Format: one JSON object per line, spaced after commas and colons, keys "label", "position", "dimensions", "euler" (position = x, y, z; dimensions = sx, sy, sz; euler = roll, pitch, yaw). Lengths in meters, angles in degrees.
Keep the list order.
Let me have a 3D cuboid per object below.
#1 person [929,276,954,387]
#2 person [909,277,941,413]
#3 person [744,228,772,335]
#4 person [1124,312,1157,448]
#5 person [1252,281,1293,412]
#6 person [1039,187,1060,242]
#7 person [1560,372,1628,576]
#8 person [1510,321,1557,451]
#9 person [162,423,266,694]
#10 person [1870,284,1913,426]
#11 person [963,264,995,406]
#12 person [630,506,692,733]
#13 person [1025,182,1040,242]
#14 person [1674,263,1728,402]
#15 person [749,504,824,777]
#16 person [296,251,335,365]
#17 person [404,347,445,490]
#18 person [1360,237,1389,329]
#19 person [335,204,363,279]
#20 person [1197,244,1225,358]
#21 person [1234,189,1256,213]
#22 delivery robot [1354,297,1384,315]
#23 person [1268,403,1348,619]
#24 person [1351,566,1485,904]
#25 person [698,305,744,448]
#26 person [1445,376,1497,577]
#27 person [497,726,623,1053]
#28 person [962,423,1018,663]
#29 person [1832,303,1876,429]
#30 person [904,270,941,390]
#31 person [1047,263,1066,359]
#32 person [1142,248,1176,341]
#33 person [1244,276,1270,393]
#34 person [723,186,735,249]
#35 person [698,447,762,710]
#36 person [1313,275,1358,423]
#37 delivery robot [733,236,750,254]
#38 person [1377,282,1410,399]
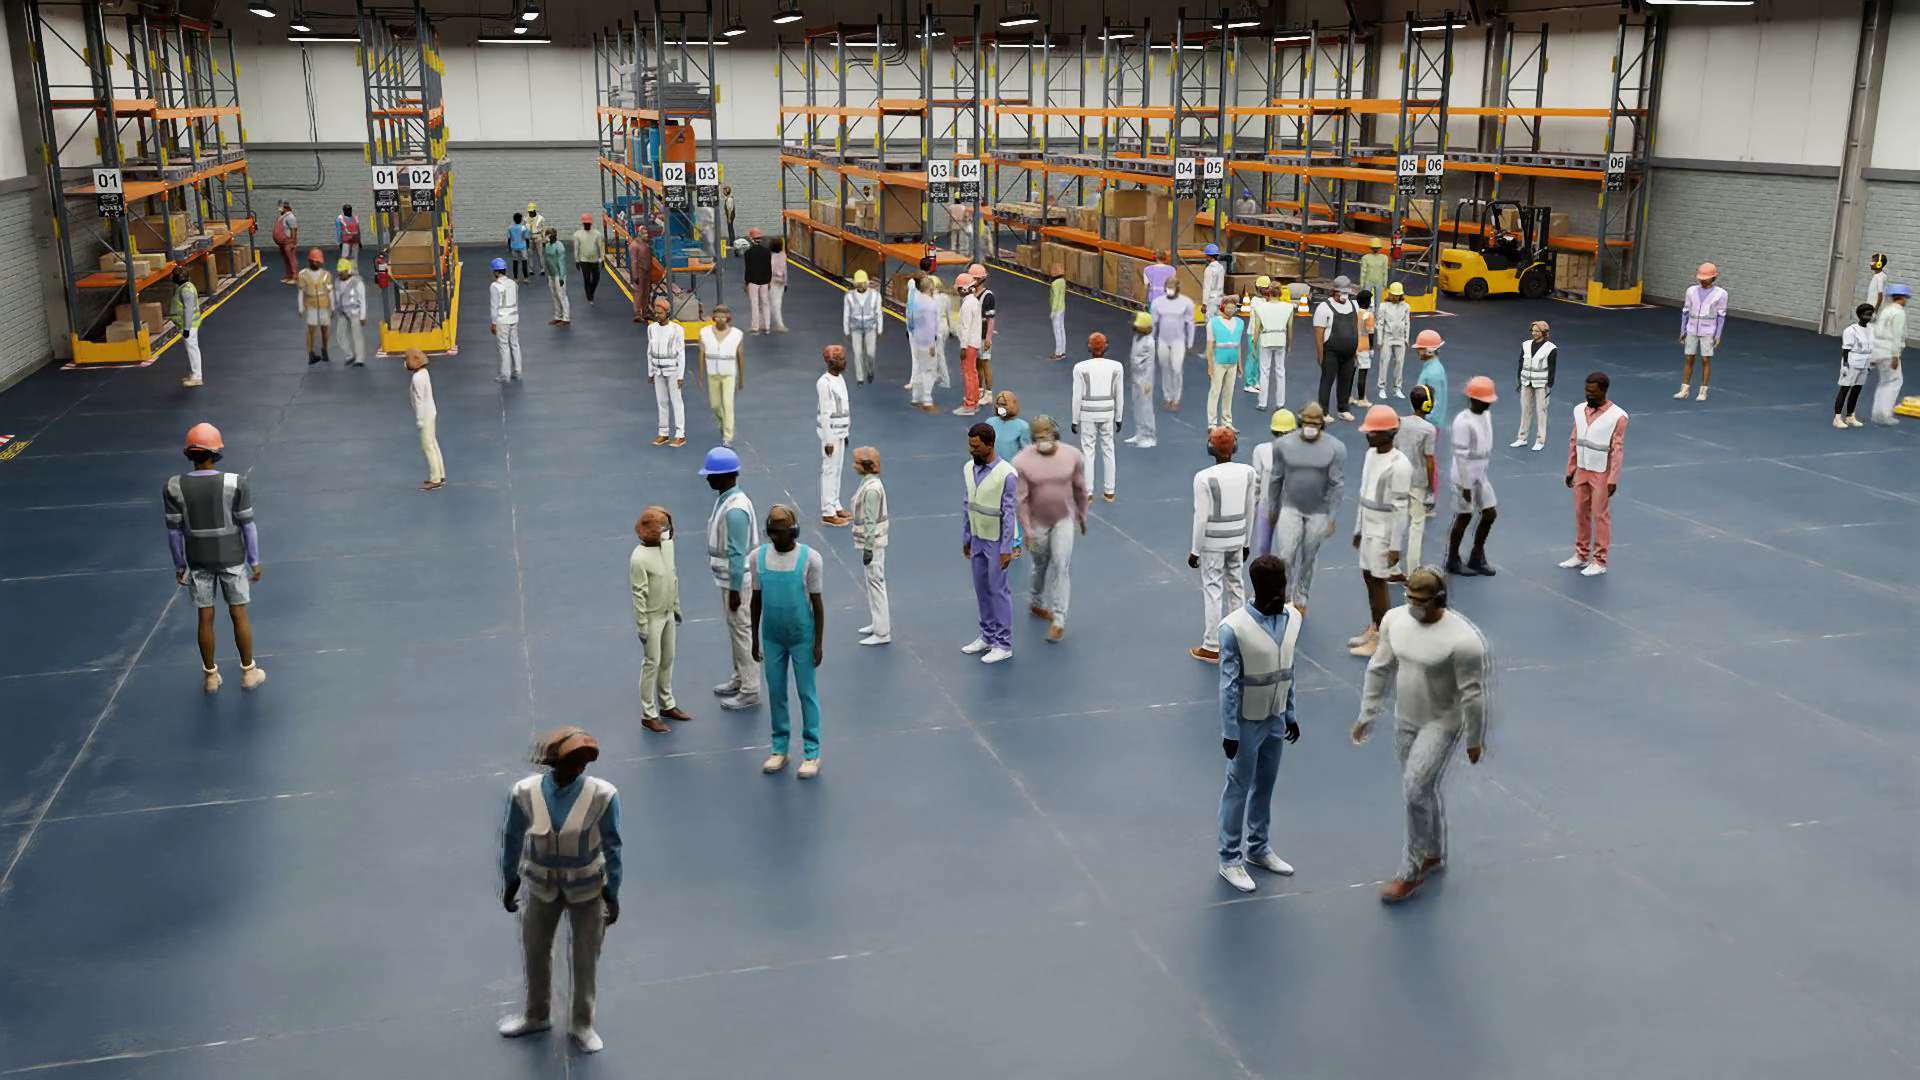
{"label": "person", "position": [-0.390, -3.242, 25.818], "dimensions": [0.495, 1.682, 0.883], "euler": [-12, 19, -38]}
{"label": "person", "position": [-0.505, -2.760, 23.606], "dimensions": [0.370, 1.902, 0.714], "euler": [-4, 15, -14]}
{"label": "person", "position": [-3.814, -4.862, 31.319], "dimensions": [0.623, 1.993, 0.384], "euler": [-14, 20, -42]}
{"label": "person", "position": [2.344, -2.045, 21.258], "dimensions": [0.348, 1.718, 0.550], "euler": [-5, 16, -19]}
{"label": "person", "position": [4.433, -2.741, 23.623], "dimensions": [0.564, 1.845, 0.389], "euler": [-1, 15, -4]}
{"label": "person", "position": [2.570, -9.185, 47.812], "dimensions": [0.659, 1.891, 0.718], "euler": [-7, 16, -24]}
{"label": "person", "position": [5.942, -0.632, 15.578], "dimensions": [0.405, 1.909, 0.599], "euler": [-7, 17, -25]}
{"label": "person", "position": [7.285, -1.956, 21.067], "dimensions": [0.307, 1.640, 0.519], "euler": [-11, 19, -36]}
{"label": "person", "position": [-5.547, 0.139, 12.410], "dimensions": [0.615, 2.043, 0.373], "euler": [-3, 15, -13]}
{"label": "person", "position": [12.688, -2.520, 22.671], "dimensions": [0.455, 1.917, 0.668], "euler": [4, 15, 15]}
{"label": "person", "position": [0.264, -2.975, 24.126], "dimensions": [0.393, 2.041, 0.613], "euler": [-7, 17, -26]}
{"label": "person", "position": [-2.122, 0.547, 11.681], "dimensions": [0.284, 1.624, 0.508], "euler": [5, 16, 20]}
{"label": "person", "position": [2.242, -10.180, 51.609], "dimensions": [0.524, 1.857, 0.348], "euler": [6, 16, 21]}
{"label": "person", "position": [10.874, -3.047, 24.415], "dimensions": [0.605, 2.034, 0.390], "euler": [14, 20, 42]}
{"label": "person", "position": [-1.133, 0.649, 10.895], "dimensions": [0.504, 1.837, 0.358], "euler": [4, 15, 14]}
{"label": "person", "position": [-10.774, -3.889, 27.887], "dimensions": [0.602, 1.880, 0.820], "euler": [-10, 18, -33]}
{"label": "person", "position": [-6.121, -1.388, 18.972], "dimensions": [0.315, 1.624, 0.514], "euler": [-2, 15, -8]}
{"label": "person", "position": [7.977, -4.941, 32.061], "dimensions": [0.532, 1.766, 0.324], "euler": [1, 15, 3]}
{"label": "person", "position": [-14.975, -7.315, 40.844], "dimensions": [0.430, 1.845, 0.624], "euler": [12, 19, 37]}
{"label": "person", "position": [4.315, -4.084, 28.506], "dimensions": [0.413, 1.941, 0.605], "euler": [9, 17, 30]}
{"label": "person", "position": [8.010, -8.944, 46.865], "dimensions": [0.634, 1.887, 0.937], "euler": [5, 16, 18]}
{"label": "delivery robot", "position": [8.125, -4.628, 33.021], "dimensions": [0.477, 0.478, 0.707], "euler": [-12, 19, -39]}
{"label": "person", "position": [2.897, -0.203, 13.955], "dimensions": [0.640, 1.901, 0.807], "euler": [3, 15, 12]}
{"label": "person", "position": [2.514, 1.056, 9.238], "dimensions": [0.825, 1.900, 0.643], "euler": [-9, 17, -31]}
{"label": "person", "position": [-3.043, -2.130, 21.356], "dimensions": [0.595, 1.828, 0.686], "euler": [1, 15, 4]}
{"label": "person", "position": [4.788, -0.570, 15.347], "dimensions": [0.607, 1.902, 0.579], "euler": [-14, 20, -42]}
{"label": "person", "position": [-1.865, 1.622, 7.673], "dimensions": [0.650, 1.608, 0.320], "euler": [1, 15, 3]}
{"label": "person", "position": [0.229, 0.004, 13.192], "dimensions": [0.414, 1.907, 0.595], "euler": [-12, 19, -37]}
{"label": "person", "position": [12.093, -2.350, 22.432], "dimensions": [0.540, 1.698, 0.317], "euler": [-6, 16, -23]}
{"label": "person", "position": [-0.588, -3.186, 25.321], "dimensions": [0.621, 1.838, 0.429], "euler": [12, 19, 37]}
{"label": "person", "position": [1.660, -3.909, 28.428], "dimensions": [0.264, 1.632, 0.507], "euler": [6, 16, 21]}
{"label": "person", "position": [3.441, -4.110, 28.779], "dimensions": [0.575, 1.841, 0.375], "euler": [-1, 15, -3]}
{"label": "person", "position": [4.532, -3.116, 25.208], "dimensions": [0.343, 1.761, 0.526], "euler": [8, 17, 27]}
{"label": "person", "position": [-6.816, -9.522, 49.164], "dimensions": [0.350, 1.839, 0.504], "euler": [-1, 15, -5]}
{"label": "person", "position": [-1.668, 0.270, 12.132], "dimensions": [0.420, 1.938, 0.605], "euler": [-4, 15, -15]}
{"label": "person", "position": [5.201, -2.628, 22.827], "dimensions": [0.684, 2.000, 0.535], "euler": [-7, 17, -26]}
{"label": "delivery robot", "position": [-6.172, -8.333, 46.963], "dimensions": [0.477, 0.478, 0.707], "euler": [-5, 16, -19]}
{"label": "person", "position": [6.427, -2.956, 24.653], "dimensions": [0.494, 1.732, 0.324], "euler": [-2, 15, -8]}
